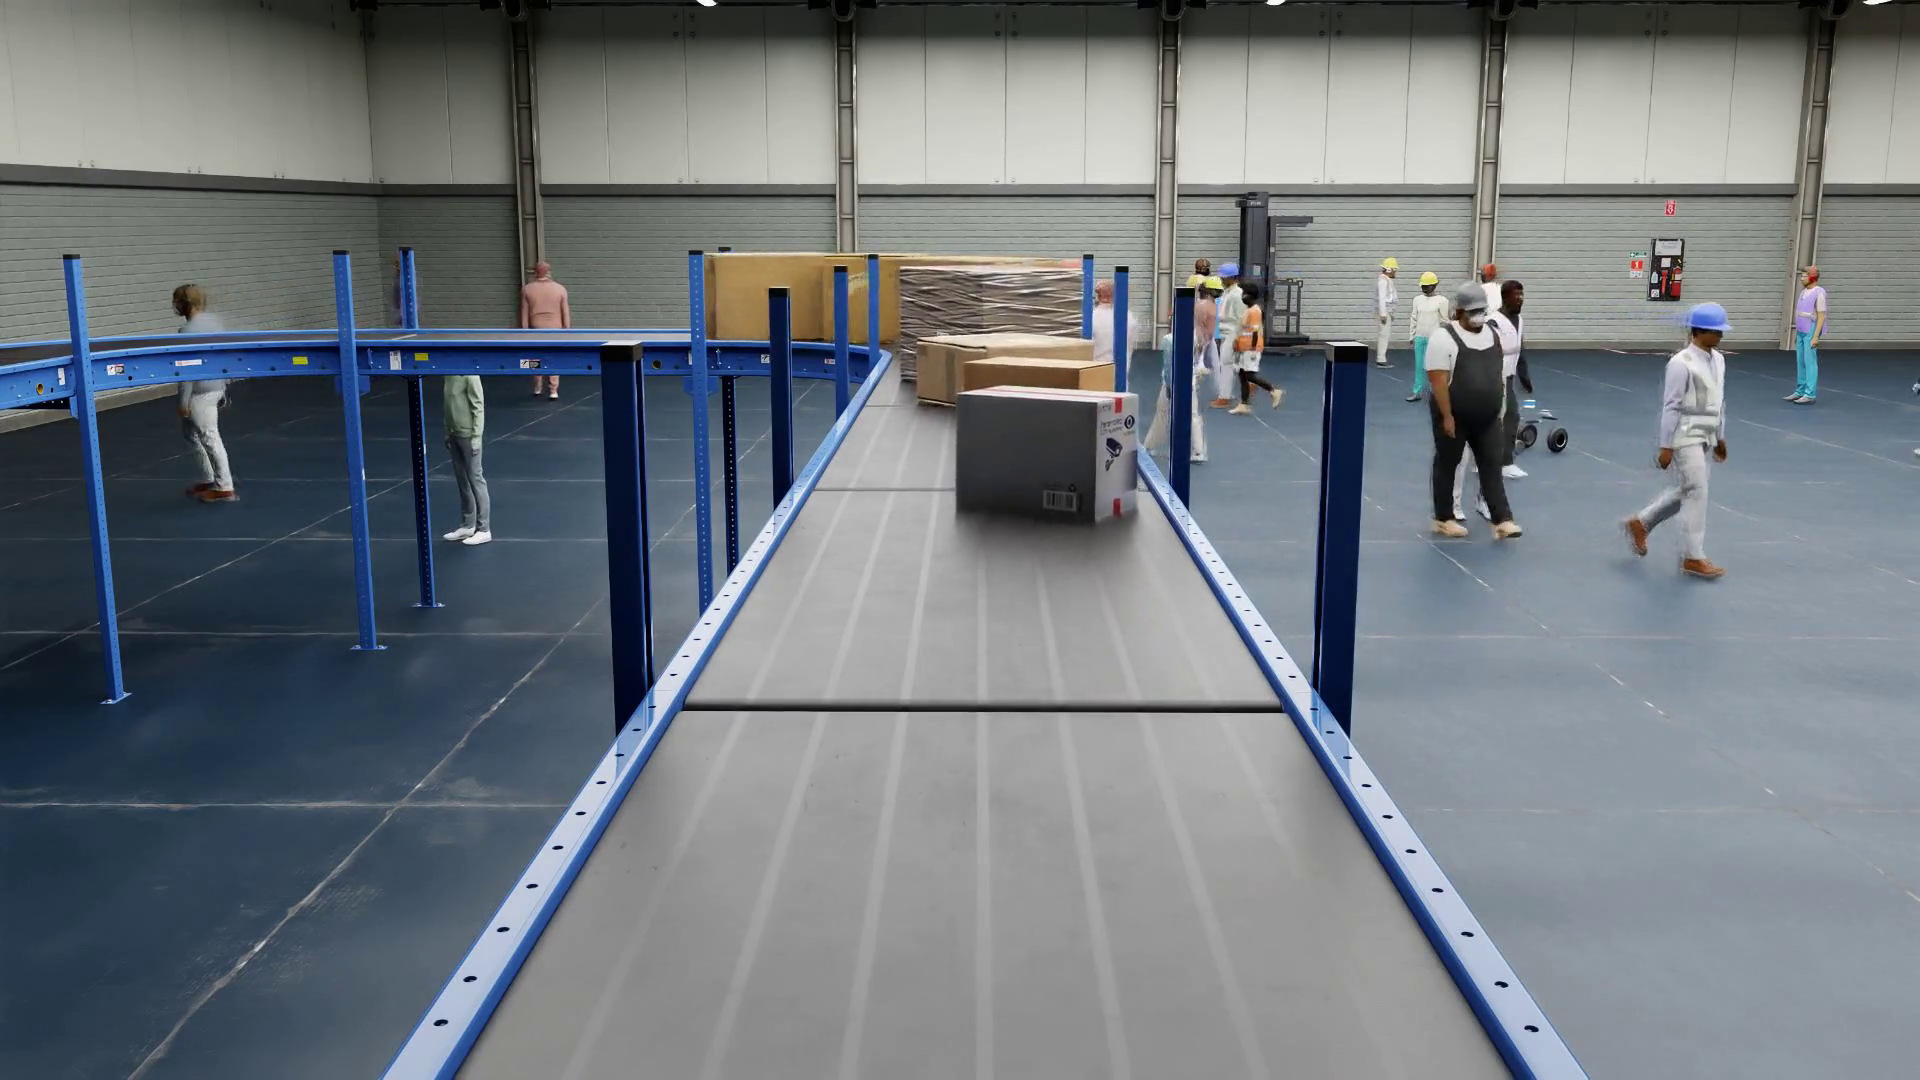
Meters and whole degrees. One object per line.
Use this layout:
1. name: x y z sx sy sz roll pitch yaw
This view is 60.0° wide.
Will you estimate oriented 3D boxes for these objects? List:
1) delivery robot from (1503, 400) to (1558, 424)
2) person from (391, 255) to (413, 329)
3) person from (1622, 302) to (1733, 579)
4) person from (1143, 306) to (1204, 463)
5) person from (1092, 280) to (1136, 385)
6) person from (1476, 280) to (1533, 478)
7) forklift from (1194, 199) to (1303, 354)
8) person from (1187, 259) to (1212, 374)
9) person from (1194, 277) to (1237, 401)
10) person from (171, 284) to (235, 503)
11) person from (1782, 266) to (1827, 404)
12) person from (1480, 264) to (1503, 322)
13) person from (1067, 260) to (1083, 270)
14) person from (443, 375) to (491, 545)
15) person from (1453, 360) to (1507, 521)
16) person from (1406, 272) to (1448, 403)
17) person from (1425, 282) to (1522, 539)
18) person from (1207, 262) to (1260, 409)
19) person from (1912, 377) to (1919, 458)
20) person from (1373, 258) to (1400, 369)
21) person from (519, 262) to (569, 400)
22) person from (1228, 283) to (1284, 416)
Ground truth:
1. delivery robot: 6.130 -1.393 17.902 0.698 0.223 0.335 -7 13 -30
2. person: -9.225 -3.787 27.637 0.413 1.875 0.731 -3 11 -16
3. person: 5.108 -0.730 11.793 0.607 1.922 0.782 -10 15 -41
4. person: 2.206 -1.601 17.102 0.512 1.596 0.828 -8 14 -36
5. person: 1.470 -1.676 16.780 0.665 1.886 0.788 -6 12 -27
6. person: 5.352 -1.551 16.090 0.732 1.895 0.594 9 14 38
7. forklift: 5.313 -4.851 30.603 1.873 2.768 1.129 0 11 1
8. person: 3.867 -3.597 26.754 0.429 1.837 0.629 -3 11 -15
9. person: 3.308 -2.721 22.593 0.896 1.705 0.531 8 13 34
10. person: -6.726 -1.277 14.598 0.631 1.917 0.665 -1 11 -5
11. person: 11.471 -2.770 22.469 0.373 1.841 0.570 0 11 2
12. person: 7.488 -3.021 23.786 0.602 1.826 0.988 -4 12 -21
13. person: 1.459 -2.564 21.119 0.827 1.956 0.648 2 11 11
14. person: -3.830 -0.786 12.816 0.279 1.631 0.504 -10 15 -41
15. person: 4.256 -0.954 13.734 0.522 1.613 0.370 -3 11 -13
16. person: 6.338 -2.745 22.564 0.533 1.759 0.331 10 15 42
17. person: 3.977 -0.977 12.857 0.701 2.000 0.914 -3 11 -15
18. person: 3.638 -2.698 21.897 0.657 1.923 0.614 -2 11 -8
19. person: 9.923 -1.545 16.680 0.545 1.646 0.889 -2 11 -12
20. person: 7.113 -3.797 27.801 0.404 1.824 0.607 4 12 20
21. person: -5.763 -2.905 23.098 0.656 1.872 0.908 -3 11 -14
22. person: 3.763 -2.413 21.066 0.596 1.686 0.538 0 11 0
